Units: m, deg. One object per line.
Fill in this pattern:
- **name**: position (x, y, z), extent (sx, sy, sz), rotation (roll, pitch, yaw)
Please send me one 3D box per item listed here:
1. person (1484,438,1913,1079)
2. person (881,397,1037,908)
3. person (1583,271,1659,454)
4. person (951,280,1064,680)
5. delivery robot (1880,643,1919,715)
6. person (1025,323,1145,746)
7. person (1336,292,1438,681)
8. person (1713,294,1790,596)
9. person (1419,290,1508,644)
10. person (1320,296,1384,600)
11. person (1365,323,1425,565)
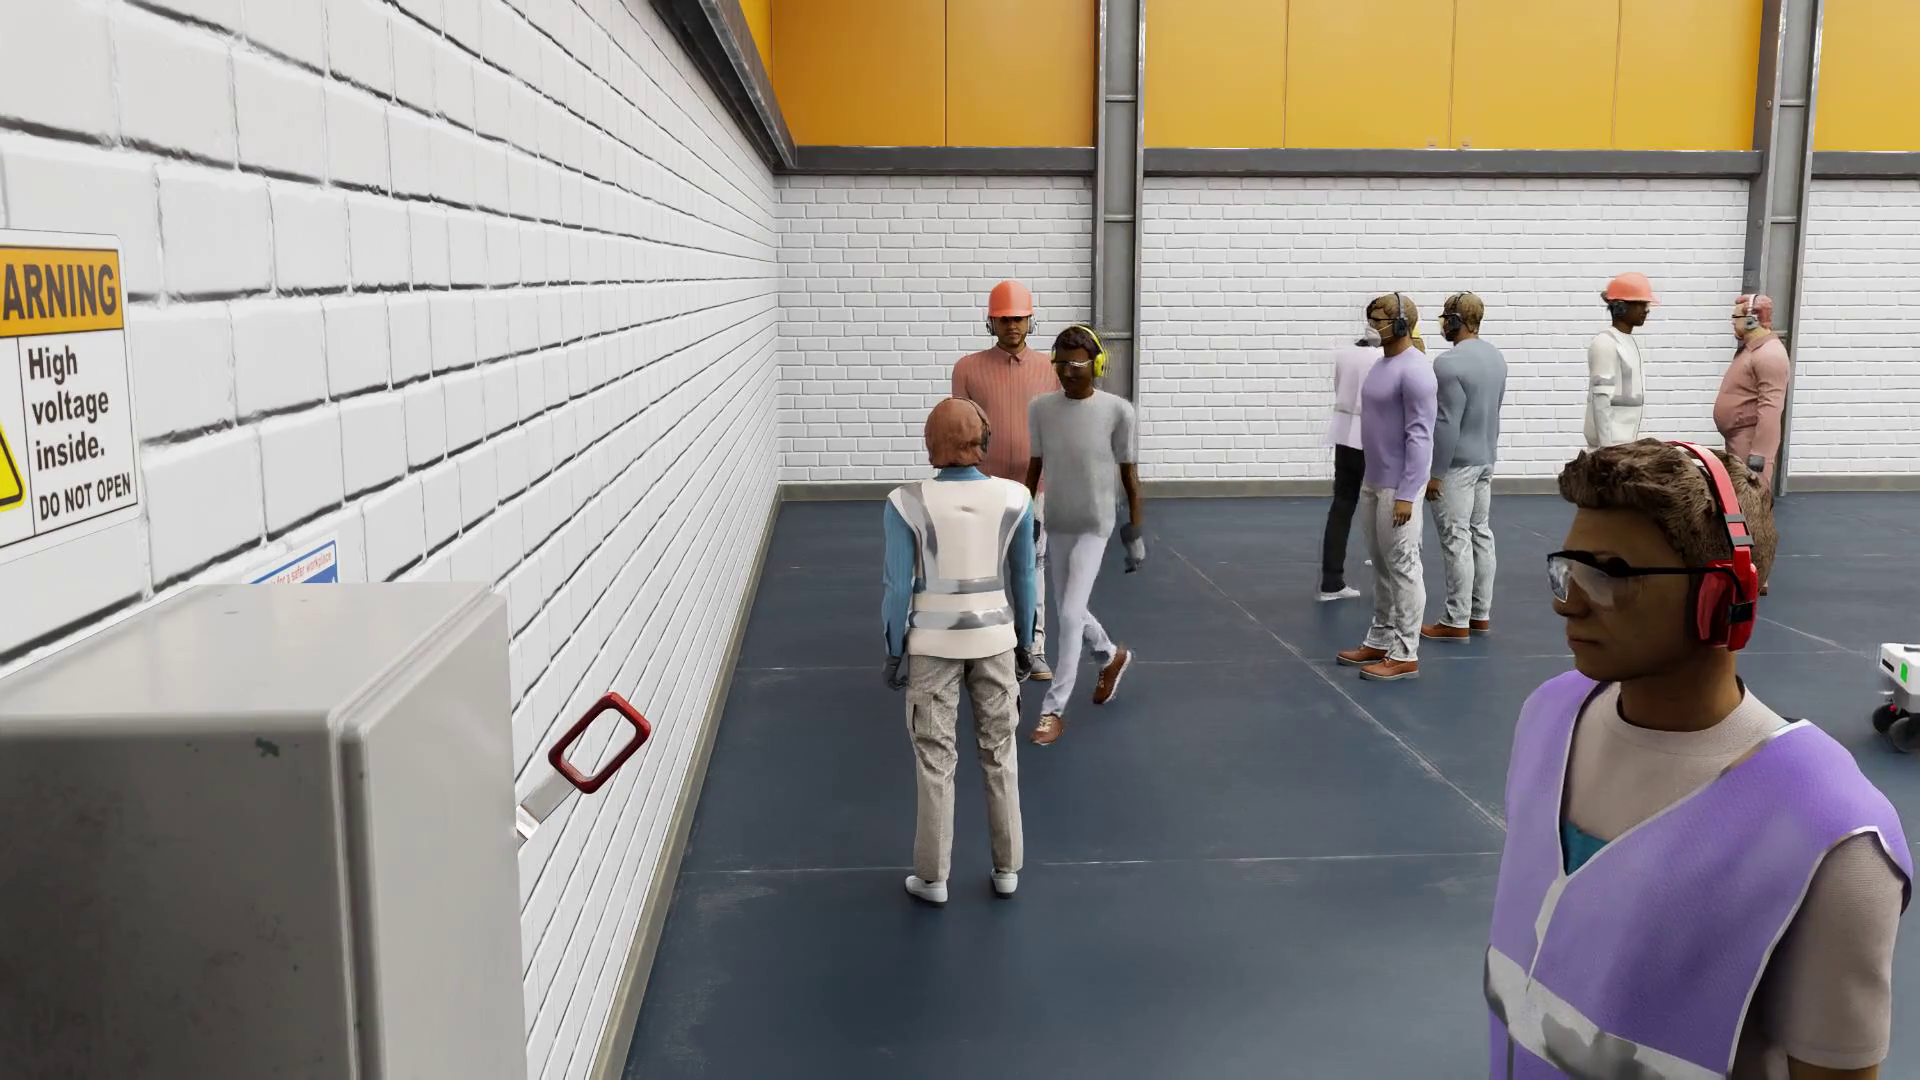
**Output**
- **person**: position (0.800, 0.801, 1.940), extent (0.390, 1.846, 0.564), rotation (-3, 9, -16)
- **person**: position (0.000, 0.362, 5.347), extent (0.523, 1.636, 0.311), rotation (-3, 9, -16)
- **person**: position (4.087, -0.636, 10.341), extent (0.381, 2.045, 0.605), rotation (6, 11, 35)
- **person**: position (0.247, -0.284, 8.287), extent (0.614, 1.994, 0.381), rotation (-1, 9, -7)
- **delivery robot**: position (4.322, 0.582, 7.063), extent (0.707, 0.478, 0.477), rotation (2, 9, 14)
- **person**: position (0.549, -0.059, 7.433), extent (0.546, 1.828, 0.882), rotation (4, 10, 26)
- **person**: position (2.163, -0.266, 8.348), extent (0.370, 1.941, 0.627), rotation (-1, 9, -5)
- **person**: position (4.984, -0.601, 10.555), extent (0.403, 1.904, 0.651), rotation (2, 9, 14)
- **person**: position (2.770, -0.398, 9.179), extent (0.355, 1.937, 0.634), rotation (9, 13, 44)
- **person**: position (2.591, -0.559, 10.357), extent (0.778, 1.888, 0.620), rotation (-5, 10, -30)
- **person**: position (2.996, -0.647, 11.352), extent (0.295, 1.744, 0.492), rotation (-2, 9, -9)
